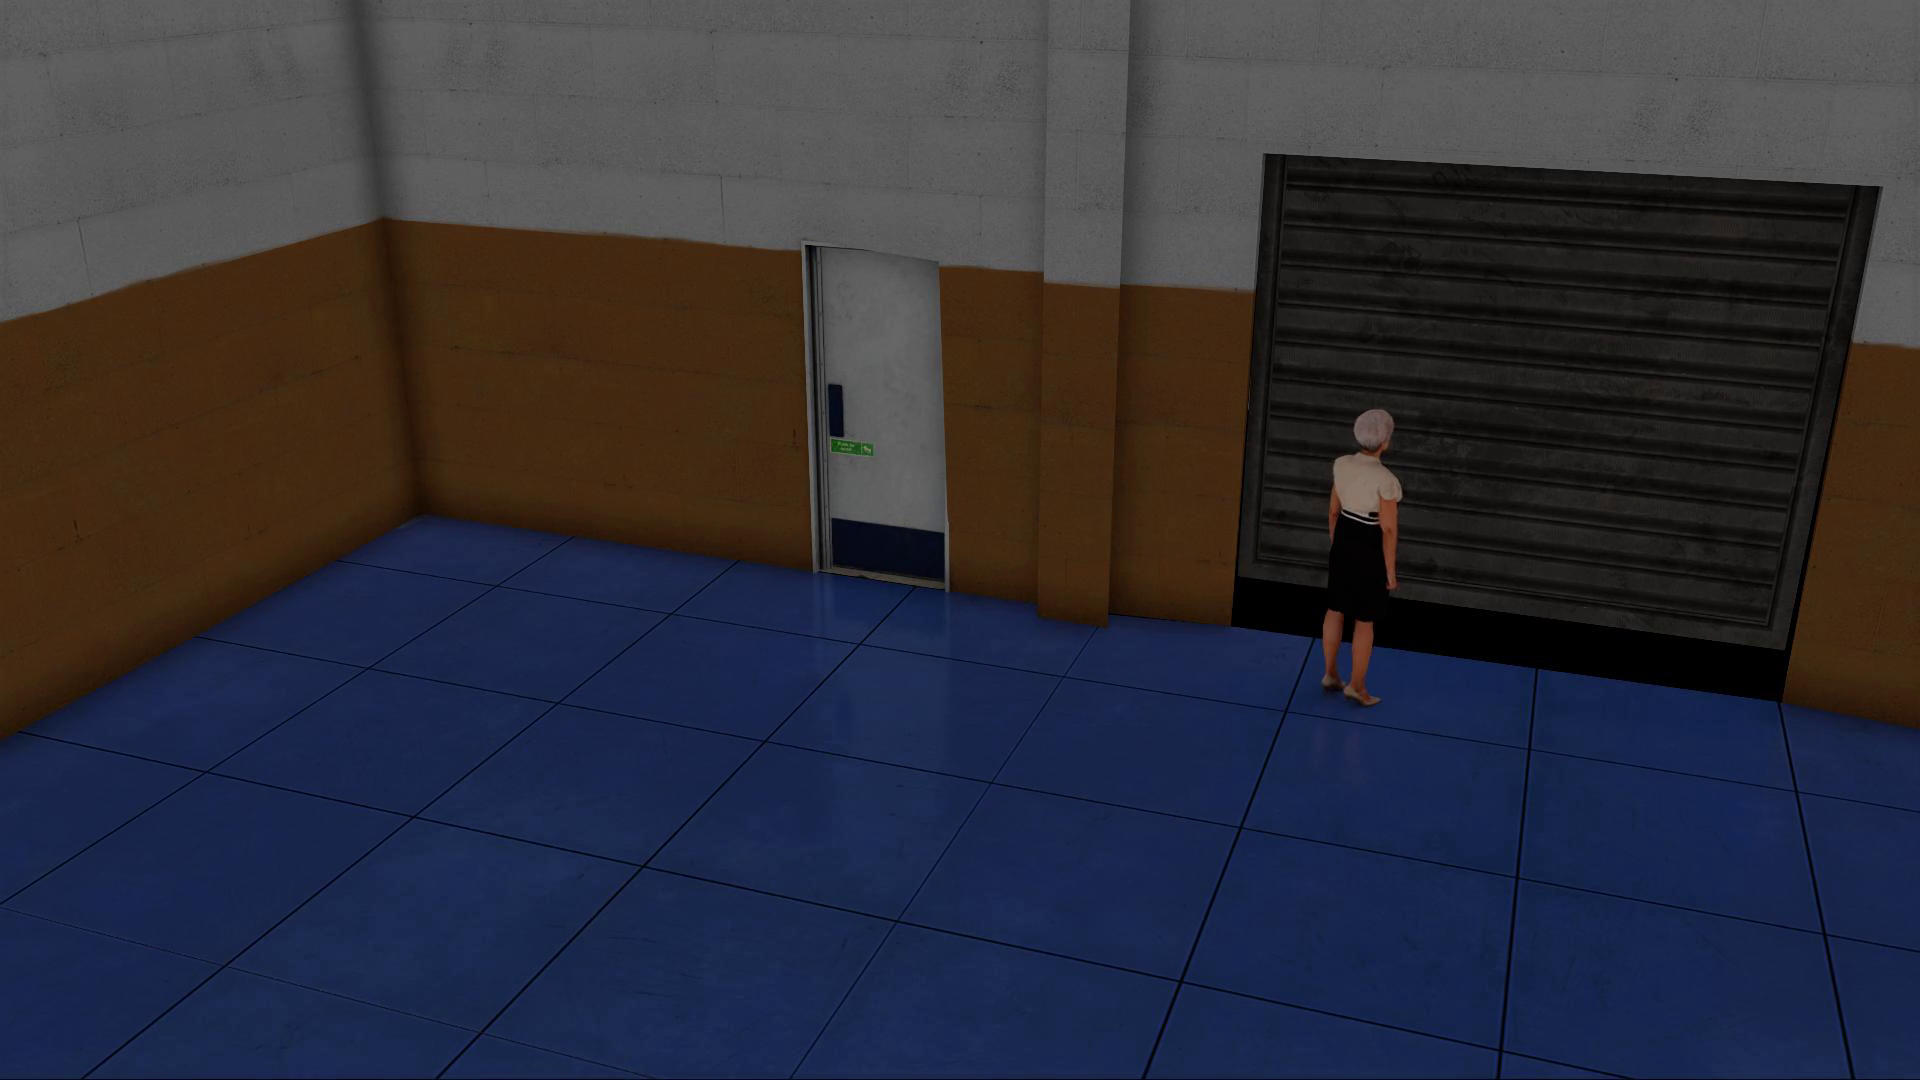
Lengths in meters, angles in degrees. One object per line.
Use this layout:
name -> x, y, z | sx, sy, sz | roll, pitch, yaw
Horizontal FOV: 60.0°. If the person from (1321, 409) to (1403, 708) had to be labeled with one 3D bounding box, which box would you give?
person -> 2.252, 0.110, 9.395 | 0.771, 1.753, 0.667 | -14, 26, -32
